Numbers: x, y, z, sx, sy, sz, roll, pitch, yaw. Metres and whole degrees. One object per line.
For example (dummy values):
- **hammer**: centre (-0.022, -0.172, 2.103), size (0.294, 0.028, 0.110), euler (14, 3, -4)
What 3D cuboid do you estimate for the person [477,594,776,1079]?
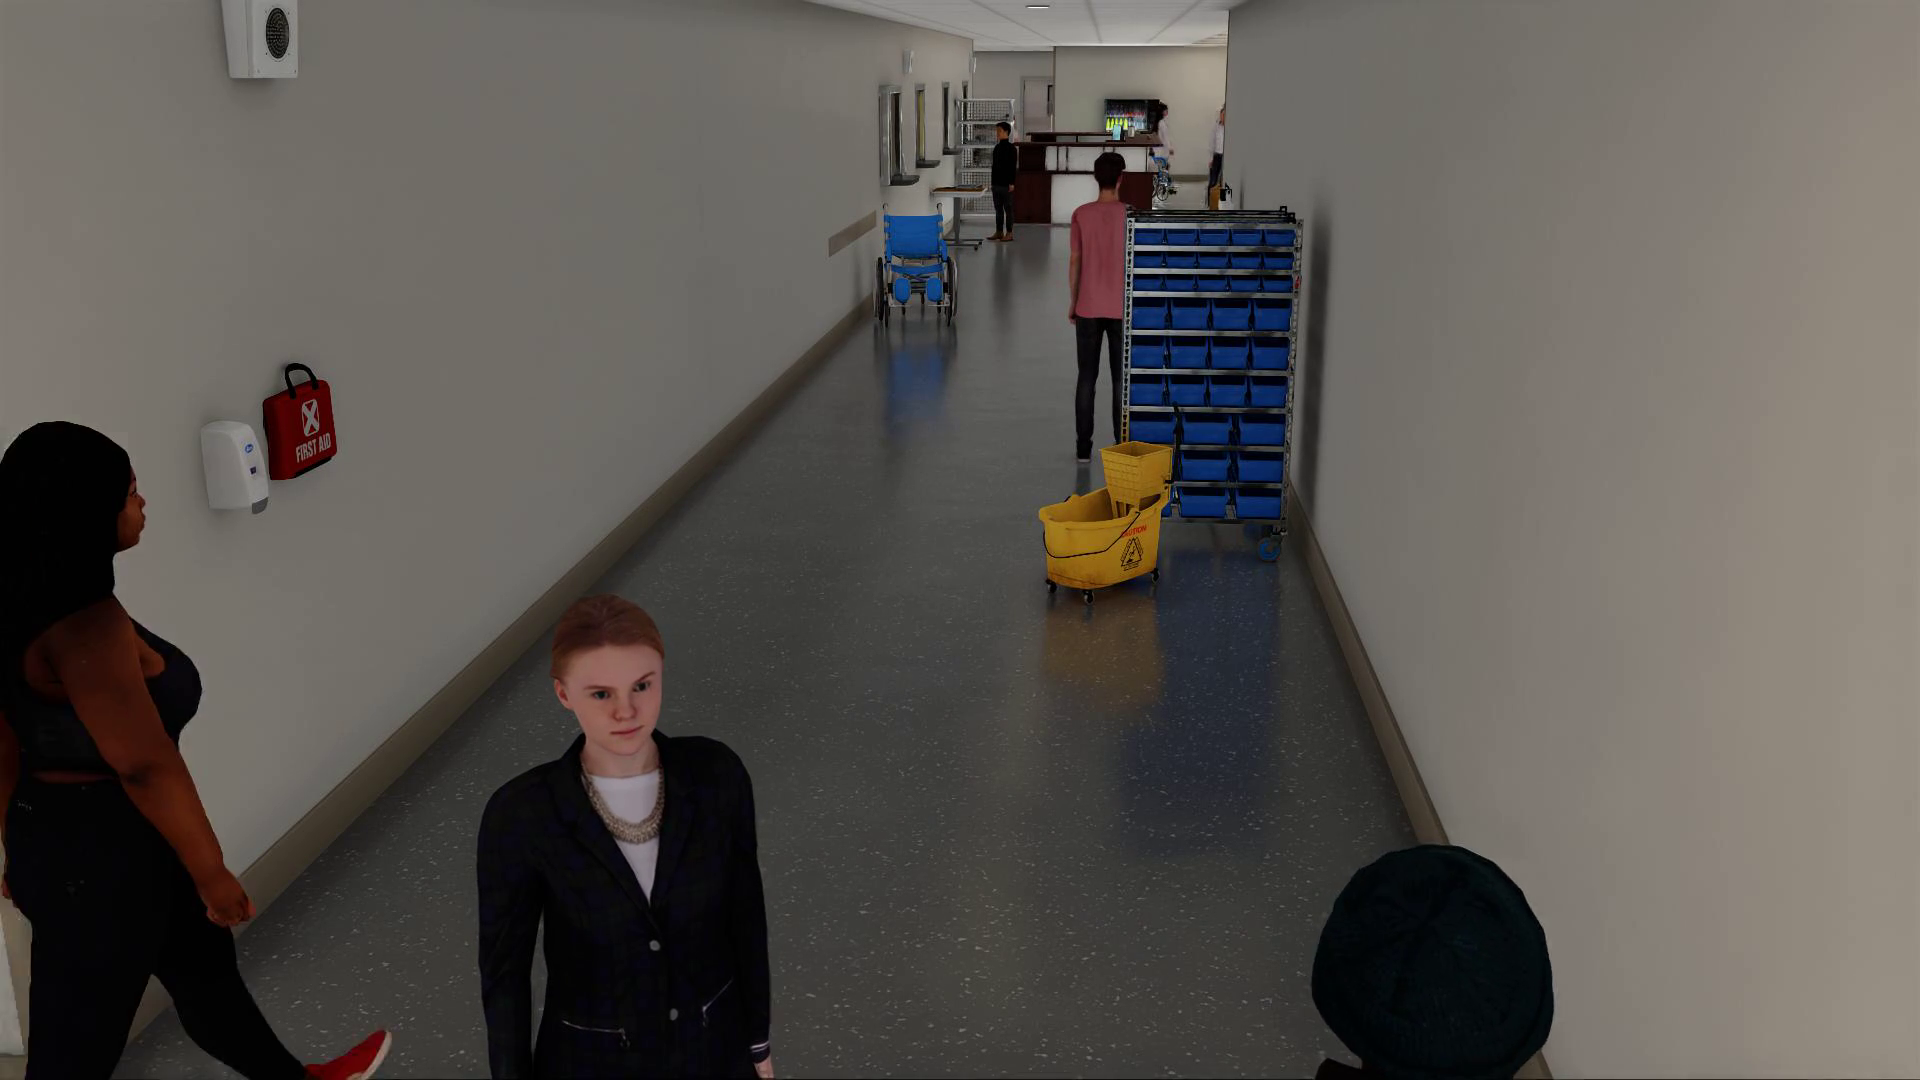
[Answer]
- **person**: centre (-0.522, 0.887, 2.728), size (0.666, 1.687, 0.763), euler (-9, 18, -28)

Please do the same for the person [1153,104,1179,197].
- **person**: centre (3.900, -7.776, 33.271), size (0.858, 1.787, 0.654), euler (0, 16, 0)

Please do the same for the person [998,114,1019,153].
- **person**: centre (0.919, -7.376, 32.116), size (0.665, 1.644, 0.690), euler (4, 16, 13)

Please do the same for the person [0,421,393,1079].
- **person**: centre (-1.775, 0.693, 3.269), size (1.222, 1.767, 1.211), euler (-15, 22, -43)

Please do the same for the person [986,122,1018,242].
- **person**: centre (0.641, -5.316, 24.664), size (0.771, 1.723, 0.713), euler (-13, 20, -38)

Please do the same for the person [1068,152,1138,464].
- **person**: centre (0.920, -1.466, 10.577), size (0.526, 1.957, 0.728), euler (4, 16, 14)
